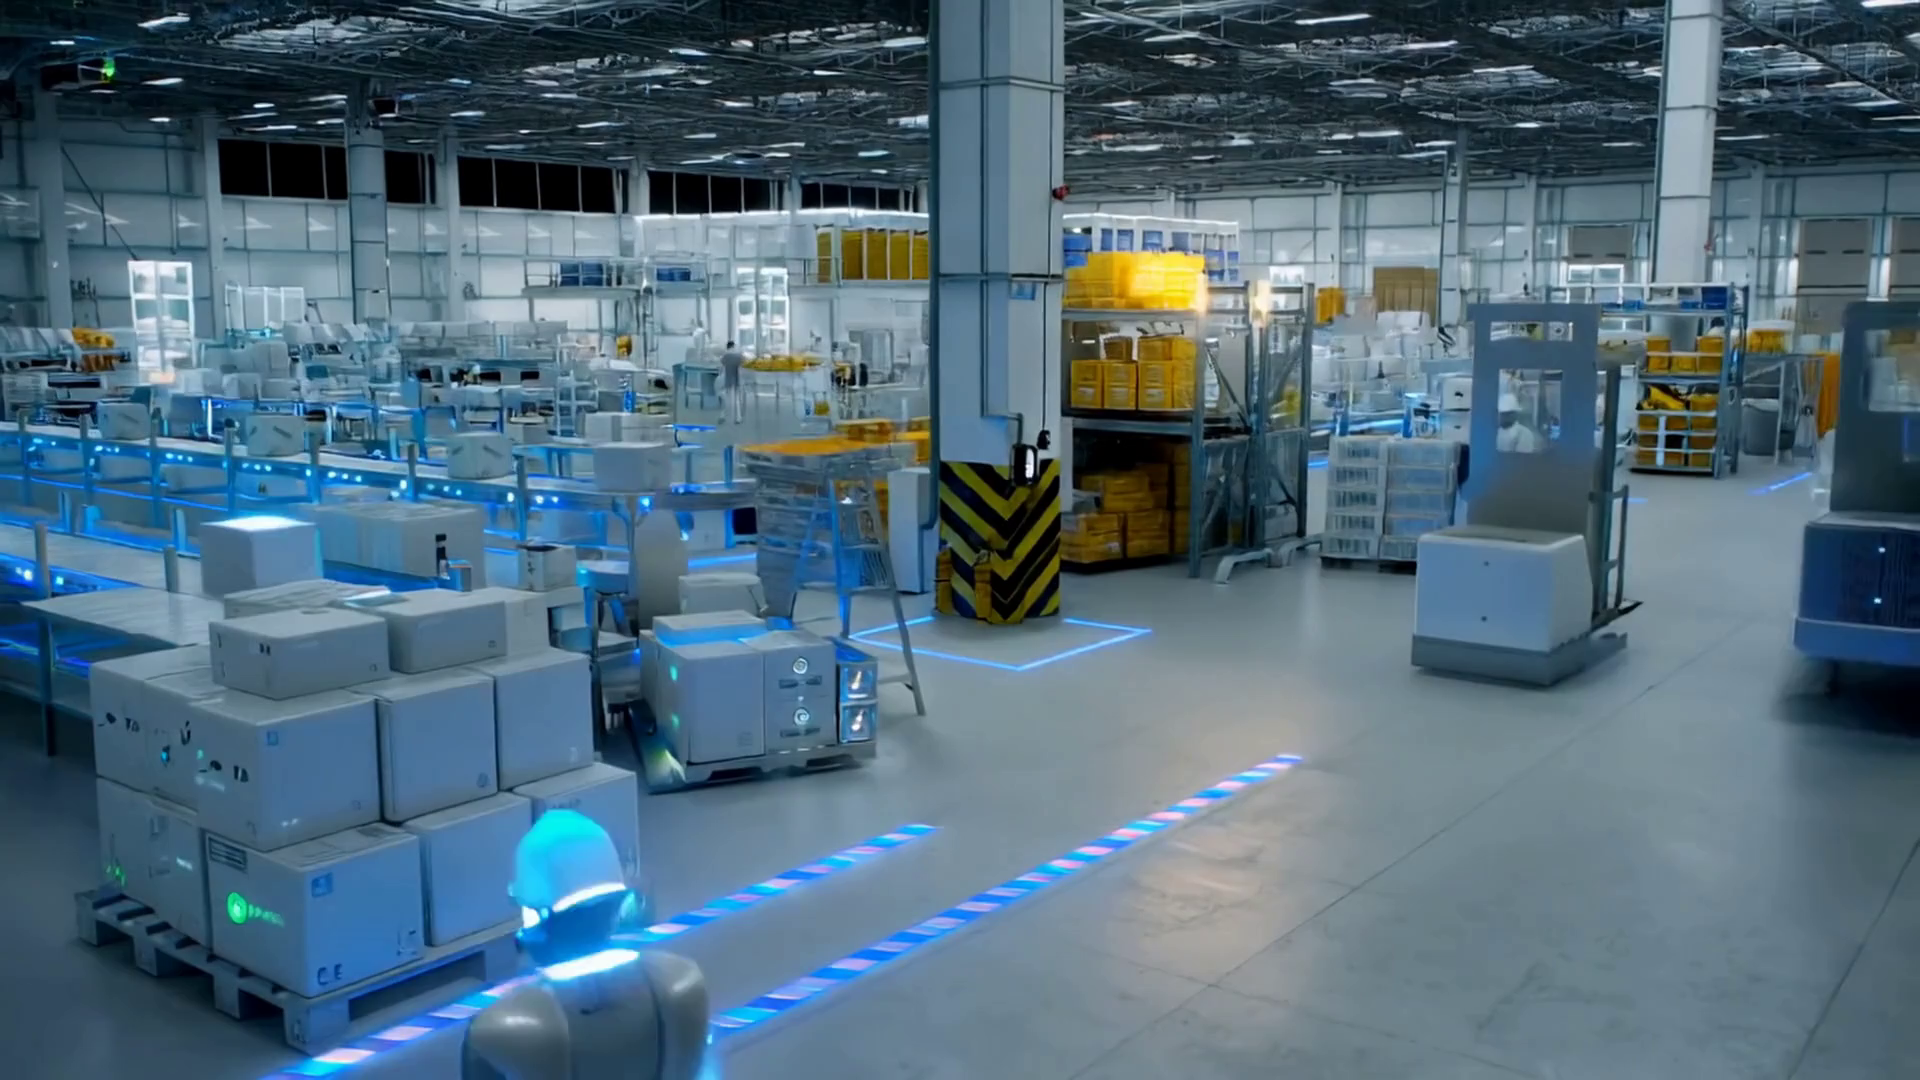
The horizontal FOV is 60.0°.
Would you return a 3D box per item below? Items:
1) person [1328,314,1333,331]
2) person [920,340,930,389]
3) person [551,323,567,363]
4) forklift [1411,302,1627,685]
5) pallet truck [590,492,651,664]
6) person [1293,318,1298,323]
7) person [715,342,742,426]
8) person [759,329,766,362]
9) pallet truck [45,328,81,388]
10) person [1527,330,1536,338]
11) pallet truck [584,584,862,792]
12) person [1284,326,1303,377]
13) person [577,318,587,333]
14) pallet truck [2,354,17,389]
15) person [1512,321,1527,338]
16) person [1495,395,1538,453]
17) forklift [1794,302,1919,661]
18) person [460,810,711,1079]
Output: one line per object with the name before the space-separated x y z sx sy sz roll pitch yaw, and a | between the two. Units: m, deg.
person | 18.445 -10.243 82.173 0.551 1.913 0.583 2 9 10
person | -0.763 -4.243 42.385 0.922 1.720 0.520 -1 8 -5
person | -13.746 -6.504 57.093 0.355 1.883 0.574 7 11 38
forklift | 4.379 -0.438 12.852 1.129 2.768 1.873 7 11 37
pallet truck | -3.115 0.344 12.883 0.653 1.274 1.630 7 11 37
person | 16.922 -10.402 83.990 0.319 1.697 0.533 7 11 38
person | -5.063 -3.431 36.531 0.559 1.827 0.944 -6 10 -35
person | -7.520 -7.623 64.553 0.722 1.914 0.546 4 9 22
pallet truck | -23.775 -4.544 43.495 1.885 1.965 0.823 6 10 35
person | 15.410 -4.665 44.598 0.640 1.920 0.833 -6 10 -33
pallet truck | -1.426 0.805 10.019 1.601 1.201 0.680 -4 9 -26
person | 9.812 -5.385 49.017 0.690 2.000 0.537 -7 11 -41
person | -15.492 -8.217 68.589 0.902 1.885 0.610 2 9 12
pallet truck | -24.881 -4.417 42.634 1.885 1.965 0.823 8 11 41
person | 25.187 -9.164 74.841 0.628 1.947 1.020 4 9 26
person | 5.438 -0.495 16.565 1.010 1.878 0.593 -5 10 -30
forklift | 7.644 -0.538 13.526 1.129 2.768 1.873 7 11 37
person | -0.833 1.467 3.592 0.608 1.809 0.532 -8 11 -42
